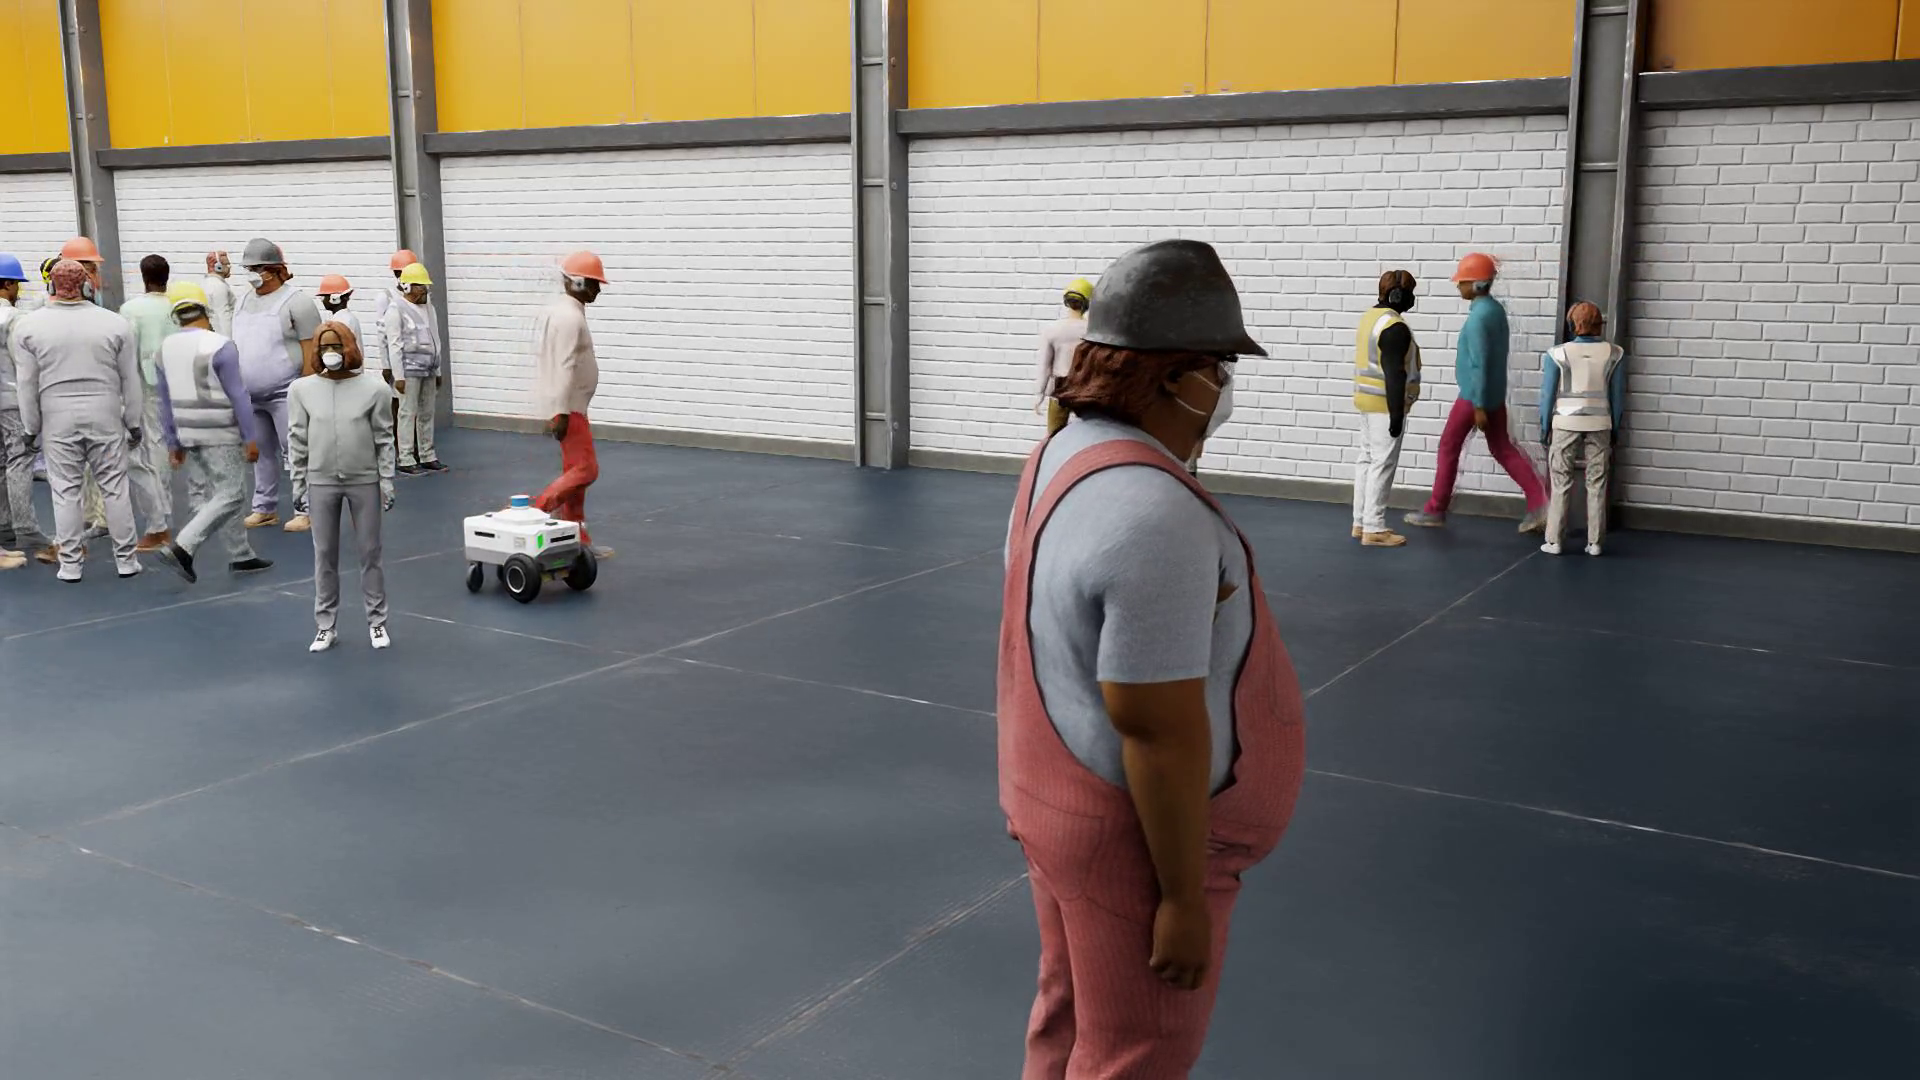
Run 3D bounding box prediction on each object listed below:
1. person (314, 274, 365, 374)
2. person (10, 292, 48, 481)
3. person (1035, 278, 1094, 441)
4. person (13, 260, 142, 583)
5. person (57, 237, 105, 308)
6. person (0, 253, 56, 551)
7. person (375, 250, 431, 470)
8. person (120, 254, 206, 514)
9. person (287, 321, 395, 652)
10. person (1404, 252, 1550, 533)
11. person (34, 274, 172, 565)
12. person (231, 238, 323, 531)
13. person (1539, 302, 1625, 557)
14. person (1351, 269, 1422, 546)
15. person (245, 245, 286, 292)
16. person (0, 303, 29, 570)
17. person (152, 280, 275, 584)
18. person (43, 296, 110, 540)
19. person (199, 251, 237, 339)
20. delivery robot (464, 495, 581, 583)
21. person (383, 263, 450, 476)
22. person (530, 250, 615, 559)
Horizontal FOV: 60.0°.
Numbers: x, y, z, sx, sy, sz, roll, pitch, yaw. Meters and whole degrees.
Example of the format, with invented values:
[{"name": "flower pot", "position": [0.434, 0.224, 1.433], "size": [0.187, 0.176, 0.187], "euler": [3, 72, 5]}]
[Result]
[{"name": "person", "position": [-4.977, -1.260, 13.405], "size": [0.342, 1.749, 0.569], "euler": [-2, 10, -12]}, {"name": "person", "position": [-7.974, -1.341, 13.888], "size": [0.750, 1.735, 0.570], "euler": [3, 11, 16]}, {"name": "person", "position": [0.838, -1.079, 12.443], "size": [0.567, 1.737, 0.586], "euler": [0, 10, 0]}, {"name": "person", "position": [-5.223, -0.702, 9.895], "size": [0.651, 1.906, 0.403], "euler": [-6, 12, -30]}, {"name": "person", "position": [-6.969, -1.385, 13.299], "size": [0.394, 2.044, 0.609], "euler": [0, 10, -2]}, {"name": "person", "position": [-6.222, -0.897, 10.895], "size": [0.604, 1.939, 0.415], "euler": [6, 12, 29]}, {"name": "person", "position": [-4.874, -1.591, 14.734], "size": [0.376, 1.935, 0.550], "euler": [7, 12, 35]}, {"name": "person", "position": [-5.868, -1.144, 12.316], "size": [0.397, 1.917, 0.620], "euler": [10, 14, 43]}, {"name": "person", "position": [-3.042, -0.263, 8.215], "size": [0.500, 1.633, 0.280], "euler": [-3, 11, -14]}, {"name": "person", "position": [3.658, -1.010, 11.495], "size": [1.017, 1.949, 0.619], "euler": [8, 13, 38]}, {"name": "person", "position": [-5.440, -0.771, 10.505], "size": [0.573, 1.838, 0.943], "euler": [4, 11, 21]}, {"name": "person", "position": [-4.807, -1.073, 11.578], "size": [0.688, 2.000, 0.539], "euler": [3, 11, 18]}, {"name": "person", "position": [3.968, -0.699, 10.646], "size": [0.514, 1.634, 0.313], "euler": [1, 10, 7]}, {"name": "person", "position": [2.846, -0.878, 11.095], "size": [0.431, 1.836, 0.630], "euler": [-1, 10, -3]}, {"name": "person", "position": [-7.073, -2.044, 17.113], "size": [0.612, 1.984, 0.406], "euler": [7, 12, 34]}, {"name": "person", "position": [-5.985, -0.716, 10.186], "size": [0.358, 1.835, 0.516], "euler": [-8, 13, -36]}, {"name": "person", "position": [-4.422, -0.621, 9.782], "size": [0.603, 1.787, 0.742], "euler": [6, 12, 28]}, {"name": "person", "position": [-5.987, -0.882, 11.311], "size": [0.327, 1.752, 0.563], "euler": [-9, 13, -39]}, {"name": "person", "position": [-7.774, -2.089, 17.574], "size": [0.407, 1.910, 0.639], "euler": [-8, 13, -39]}, {"name": "delivery robot", "position": [-2.521, -0.015, 9.570], "size": [0.707, 0.478, 0.477], "euler": [7, 12, 35]}, {"name": "person", "position": [-4.675, -1.462, 14.334], "size": [0.403, 1.825, 0.594], "euler": [4, 11, 19]}, {"name": "person", "position": [-2.475, -0.828, 10.454], "size": [0.610, 1.961, 0.633], "euler": [-3, 11, -18]}]
